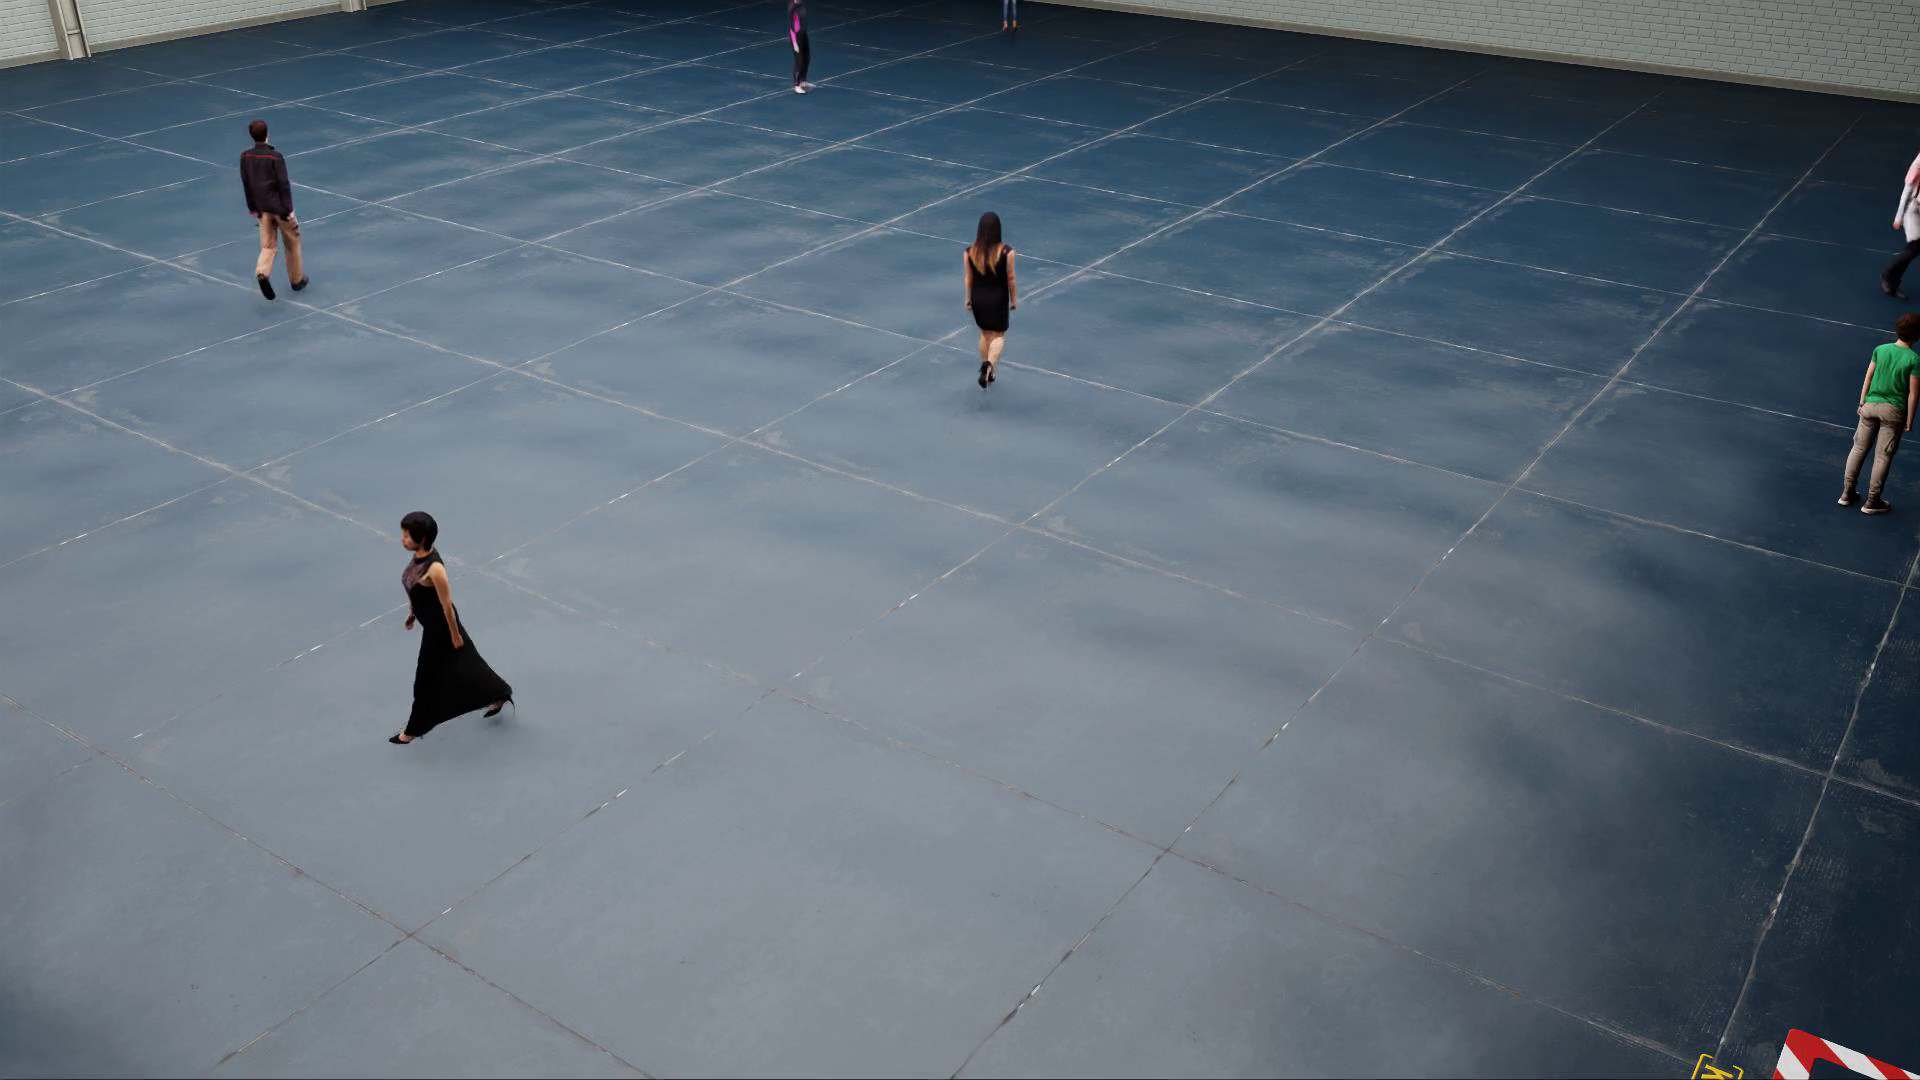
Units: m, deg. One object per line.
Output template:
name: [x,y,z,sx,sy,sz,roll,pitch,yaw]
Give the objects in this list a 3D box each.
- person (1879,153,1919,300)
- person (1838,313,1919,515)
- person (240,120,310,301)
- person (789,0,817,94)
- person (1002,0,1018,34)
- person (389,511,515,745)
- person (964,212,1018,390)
person: [10.276,-3.499,17.986,0.744,1.780,0.821,-11,29,-21]
person: [7.405,-1.026,13.324,0.633,1.651,0.658,-18,32,-31]
person: [-7.413,-3.510,17.877,1.080,1.899,1.266,2,27,3]
person: [-2.616,-8.133,27.063,0.854,1.708,0.527,8,28,15]
person: [0.961,-10.534,32.008,0.601,1.449,0.651,-3,27,-5]
person: [-3.171,0.529,10.405,1.115,1.558,0.897,-14,30,-25]
person: [0.274,-2.169,15.496,0.802,1.694,1.007,9,28,16]
